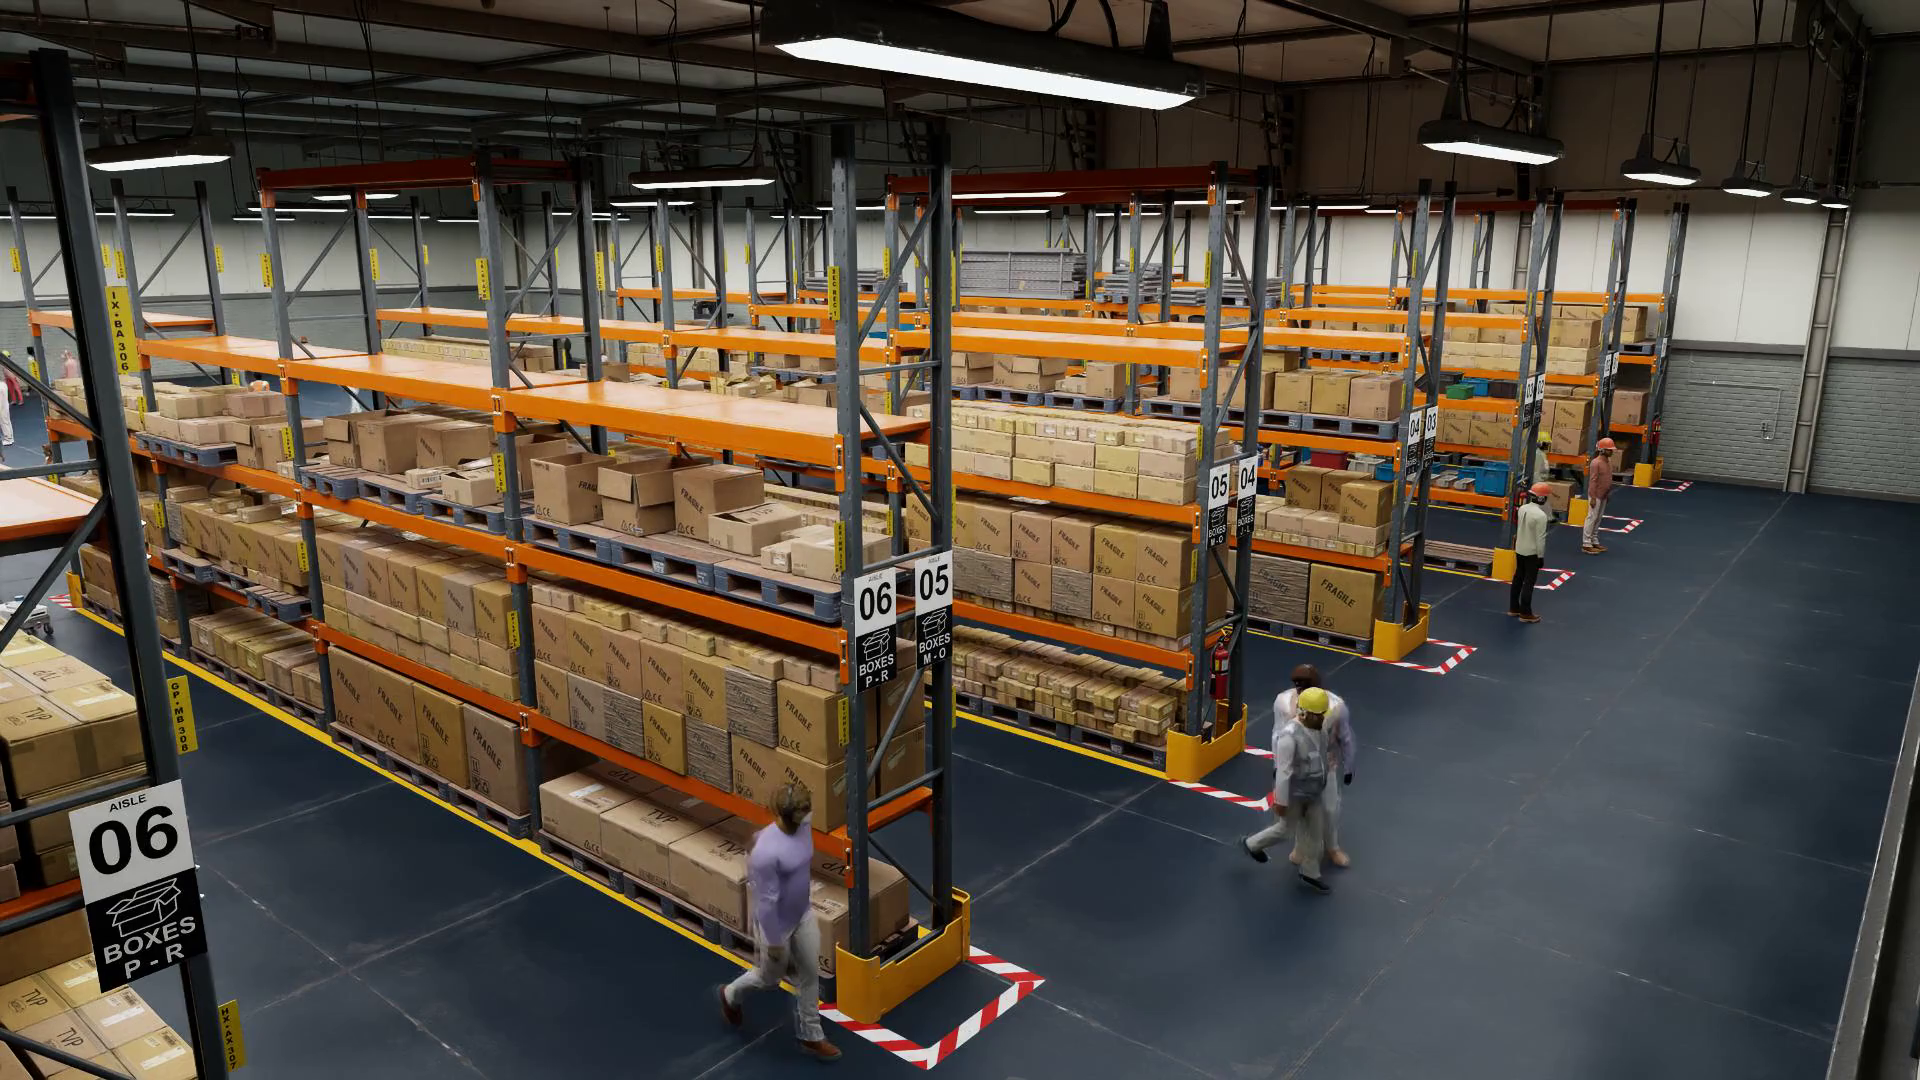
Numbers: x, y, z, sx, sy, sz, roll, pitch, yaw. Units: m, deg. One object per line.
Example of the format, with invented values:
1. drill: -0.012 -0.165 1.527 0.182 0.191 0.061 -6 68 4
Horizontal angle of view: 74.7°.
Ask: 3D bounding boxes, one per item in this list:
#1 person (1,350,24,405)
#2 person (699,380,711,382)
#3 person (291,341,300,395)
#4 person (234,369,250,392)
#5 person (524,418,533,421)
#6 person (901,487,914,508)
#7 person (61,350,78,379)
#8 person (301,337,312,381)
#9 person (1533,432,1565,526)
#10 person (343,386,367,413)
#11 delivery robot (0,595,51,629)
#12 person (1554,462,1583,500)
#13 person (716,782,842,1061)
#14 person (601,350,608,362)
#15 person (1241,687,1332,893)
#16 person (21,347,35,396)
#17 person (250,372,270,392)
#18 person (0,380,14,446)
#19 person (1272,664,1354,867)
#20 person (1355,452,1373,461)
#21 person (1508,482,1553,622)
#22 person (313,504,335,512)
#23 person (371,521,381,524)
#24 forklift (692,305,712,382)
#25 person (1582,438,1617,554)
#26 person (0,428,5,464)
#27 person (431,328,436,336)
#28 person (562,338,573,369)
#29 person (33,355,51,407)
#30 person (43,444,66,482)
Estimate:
1. person: -30.437 -5.194 40.356 0.533 1.756 0.367 2 14 9
2. person: -7.102 -3.979 34.840 0.376 1.995 0.609 8 16 31
3. person: -22.878 -5.937 43.153 0.836 1.872 0.636 12 18 41
4. person: -24.100 -5.719 42.162 0.458 1.909 0.622 0 14 1
5. person: -11.259 -3.353 32.577 0.514 1.844 0.328 -1 14 -2
6. person: -0.776 0.122 18.346 0.725 1.811 0.652 13 19 42
7. person: -27.472 -4.901 38.946 0.484 1.919 0.664 -6 15 -24
8. person: -24.505 -6.803 47.209 0.498 1.634 0.278 -6 15 -23
9. person: 10.856 -1.126 23.539 0.950 1.782 0.611 10 17 37
10. person: -18.022 -4.581 37.618 0.924 1.843 0.611 7 16 28
11. delivery robot: -12.842 1.003 17.240 0.707 0.478 0.477 6 15 22
12. person: 12.581 -1.775 25.904 0.593 1.939 0.856 -4 14 -16
13. person: -1.218 2.500 8.388 0.887 1.906 0.640 7 16 28
14. person: -12.157 -5.692 42.647 0.526 1.620 0.380 -10 17 -36
15. person: 2.762 2.034 10.522 0.626 1.797 0.741 -13 19 -42
16. person: -31.373 -5.691 42.583 0.854 1.658 0.542 -1 14 -5
17. person: -19.410 -3.870 35.049 0.559 1.666 0.531 -1 14 -6
18. person: -24.941 -3.418 32.715 0.408 1.908 0.641 -6 15 -24
19. person: 3.037 1.949 10.866 0.725 1.809 0.437 5 14 19
20. person: 8.129 -1.629 25.294 0.373 1.940 0.628 -1 14 -6
21. person: 8.098 0.160 17.837 0.408 1.986 0.616 -2 14 -7
22. person: -11.468 -0.770 22.468 0.869 1.594 0.514 -8 16 -29
23. person: -11.092 -1.188 23.552 0.432 1.902 0.621 -4 14 -16
24. forklift: -9.511 -7.392 47.124 1.873 2.768 1.129 11 17 38
25. person: 10.987 -0.768 21.631 0.612 1.995 0.379 -12 18 -40
26. person: -19.893 -1.731 25.710 0.635 1.938 0.361 -12 18 -39
27. person: -21.570 -7.840 51.475 0.498 1.633 0.284 0 14 -1
28. person: -15.302 -7.418 48.981 0.792 2.000 0.713 -1 14 -6
29. person: -29.003 -5.039 39.841 0.531 1.686 0.325 10 17 35
30. person: -16.619 -0.969 23.196 0.515 1.641 0.315 8 16 29
